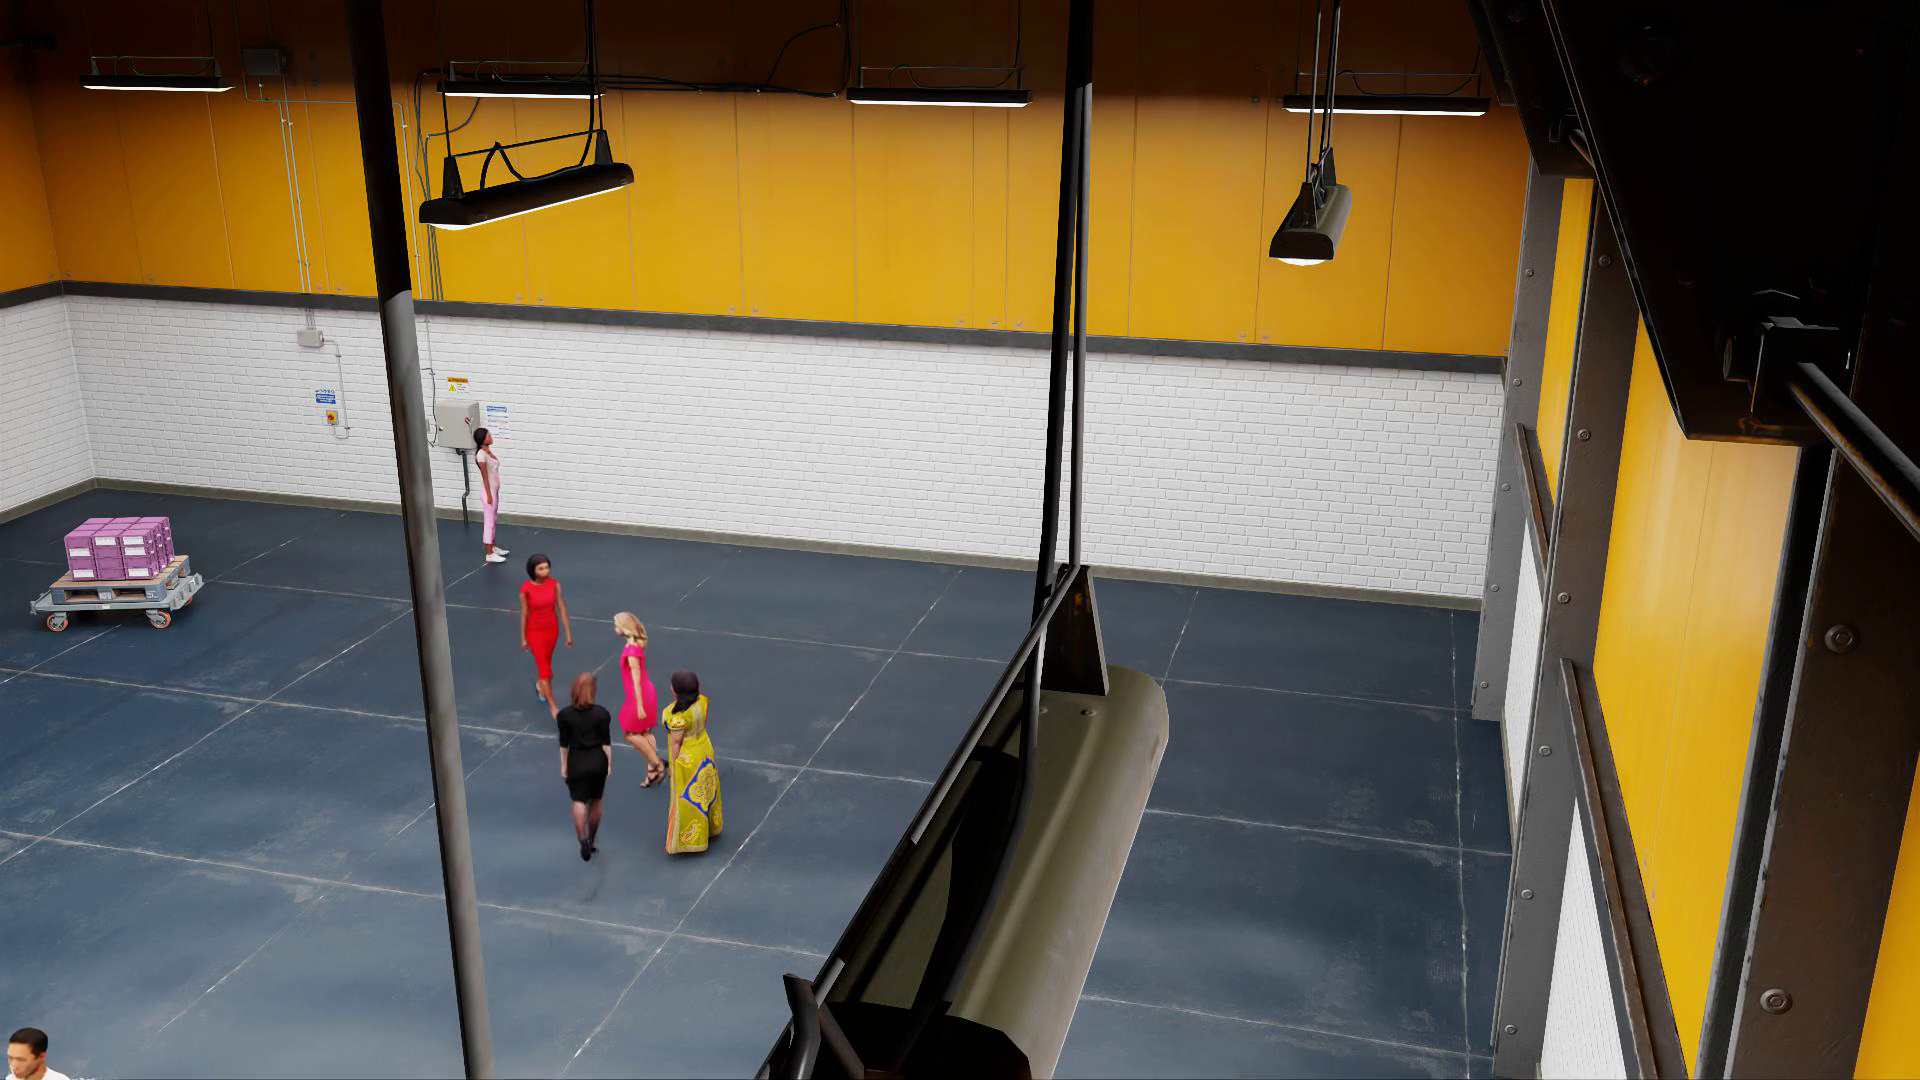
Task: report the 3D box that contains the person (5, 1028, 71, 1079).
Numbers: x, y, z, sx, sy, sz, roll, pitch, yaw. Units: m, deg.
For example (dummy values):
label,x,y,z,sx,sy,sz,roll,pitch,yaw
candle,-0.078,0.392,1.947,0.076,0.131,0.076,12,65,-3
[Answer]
label,x,y,z,sx,sy,sz,roll,pitch,yaw
person,-4.944,3.444,9.250,0.700,1.756,1.164,3,19,10

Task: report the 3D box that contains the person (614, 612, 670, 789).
label,x,y,z,sx,sy,sz,roll,pitch,yaw
person,-2.830,1.466,15.208,0.781,1.703,0.723,-2,19,-5

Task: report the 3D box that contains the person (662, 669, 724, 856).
label,x,y,z,sx,sy,sz,roll,pitch,yaw
person,-2.296,1.857,14.116,0.948,1.659,0.754,8,20,22

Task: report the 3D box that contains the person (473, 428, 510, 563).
label,x,y,z,sx,sy,sz,roll,pitch,yaw
person,-6.023,-0.595,21.268,0.694,1.741,0.568,-2,19,-6

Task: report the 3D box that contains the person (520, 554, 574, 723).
label,x,y,z,sx,sy,sz,roll,pitch,yaw
person,-4.226,0.950,16.755,1.112,1.693,1.104,-13,23,-34

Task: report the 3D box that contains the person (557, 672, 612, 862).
label,x,y,z,sx,sy,sz,roll,pitch,yaw
person,-3.101,1.942,13.824,0.784,1.683,0.933,-3,19,-9
